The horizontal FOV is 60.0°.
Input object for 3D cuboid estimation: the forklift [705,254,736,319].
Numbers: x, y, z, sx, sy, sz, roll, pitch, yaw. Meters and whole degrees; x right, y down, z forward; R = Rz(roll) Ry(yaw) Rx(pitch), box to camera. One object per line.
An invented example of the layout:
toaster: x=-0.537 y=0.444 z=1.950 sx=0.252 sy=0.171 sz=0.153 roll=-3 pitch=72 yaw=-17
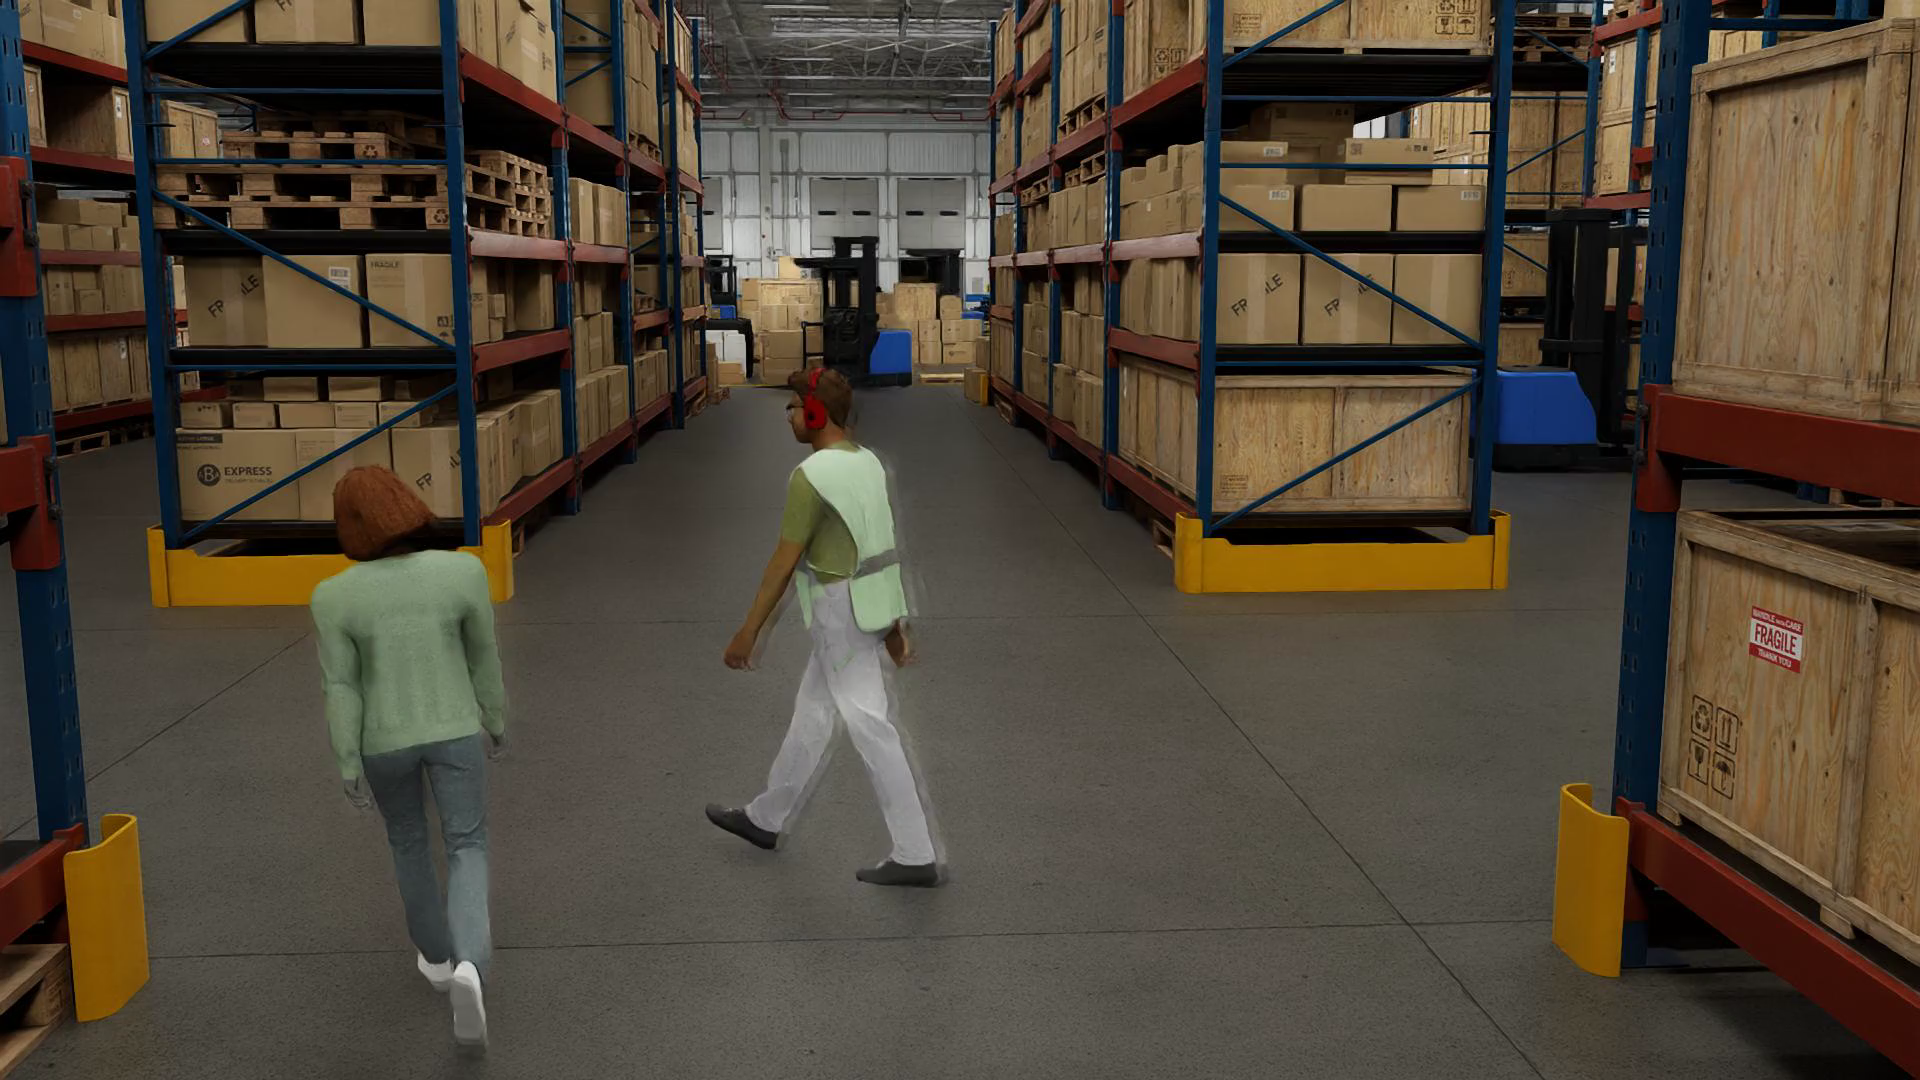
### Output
forklift: x=-8.230 y=-8.396 z=57.051 sx=1.129 sy=2.768 sz=1.873 roll=-1 pitch=9 yaw=-4

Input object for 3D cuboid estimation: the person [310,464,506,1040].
person: x=-1.528 y=0.580 z=4.681 sx=0.516 sy=1.597 sz=0.730 roll=-3 pitch=10 yaw=-21

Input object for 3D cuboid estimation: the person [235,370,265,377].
person: x=-7.041 y=-1.466 z=16.861 sx=0.630 sy=1.821 sz=0.652 roll=-2 pitch=9 yaw=-11

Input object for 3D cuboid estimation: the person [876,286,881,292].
person: x=-3.069 y=-8.715 z=62.744 sx=0.316 sy=1.700 sz=0.541 roll=-3 pitch=10 yaw=-19

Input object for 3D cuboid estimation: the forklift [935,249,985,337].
forklift: x=-0.337 y=-6.664 z=46.173 sx=1.873 sy=2.768 sz=1.129 roll=-5 pitch=10 yaw=-28

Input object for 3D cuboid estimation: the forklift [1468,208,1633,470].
forklift: x=6.661 y=-2.202 z=18.158 sx=1.873 sy=2.768 sz=1.129 roll=-1 pitch=9 yaw=-4

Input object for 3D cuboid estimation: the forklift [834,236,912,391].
forklift: x=-1.891 y=-4.182 z=30.587 sx=1.873 sy=2.768 sz=1.129 roll=-8 pitch=12 yaw=-41

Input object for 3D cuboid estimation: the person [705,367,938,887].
person: x=-0.494 y=0.304 z=5.830 sx=0.979 sy=1.793 sz=0.582 roll=2 pitch=9 yaw=15

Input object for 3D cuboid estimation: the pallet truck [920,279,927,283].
pallet truck: x=-0.932 y=-8.922 z=63.114 sx=1.885 sy=1.965 sz=0.823 roll=2 pitch=9 yaw=13
